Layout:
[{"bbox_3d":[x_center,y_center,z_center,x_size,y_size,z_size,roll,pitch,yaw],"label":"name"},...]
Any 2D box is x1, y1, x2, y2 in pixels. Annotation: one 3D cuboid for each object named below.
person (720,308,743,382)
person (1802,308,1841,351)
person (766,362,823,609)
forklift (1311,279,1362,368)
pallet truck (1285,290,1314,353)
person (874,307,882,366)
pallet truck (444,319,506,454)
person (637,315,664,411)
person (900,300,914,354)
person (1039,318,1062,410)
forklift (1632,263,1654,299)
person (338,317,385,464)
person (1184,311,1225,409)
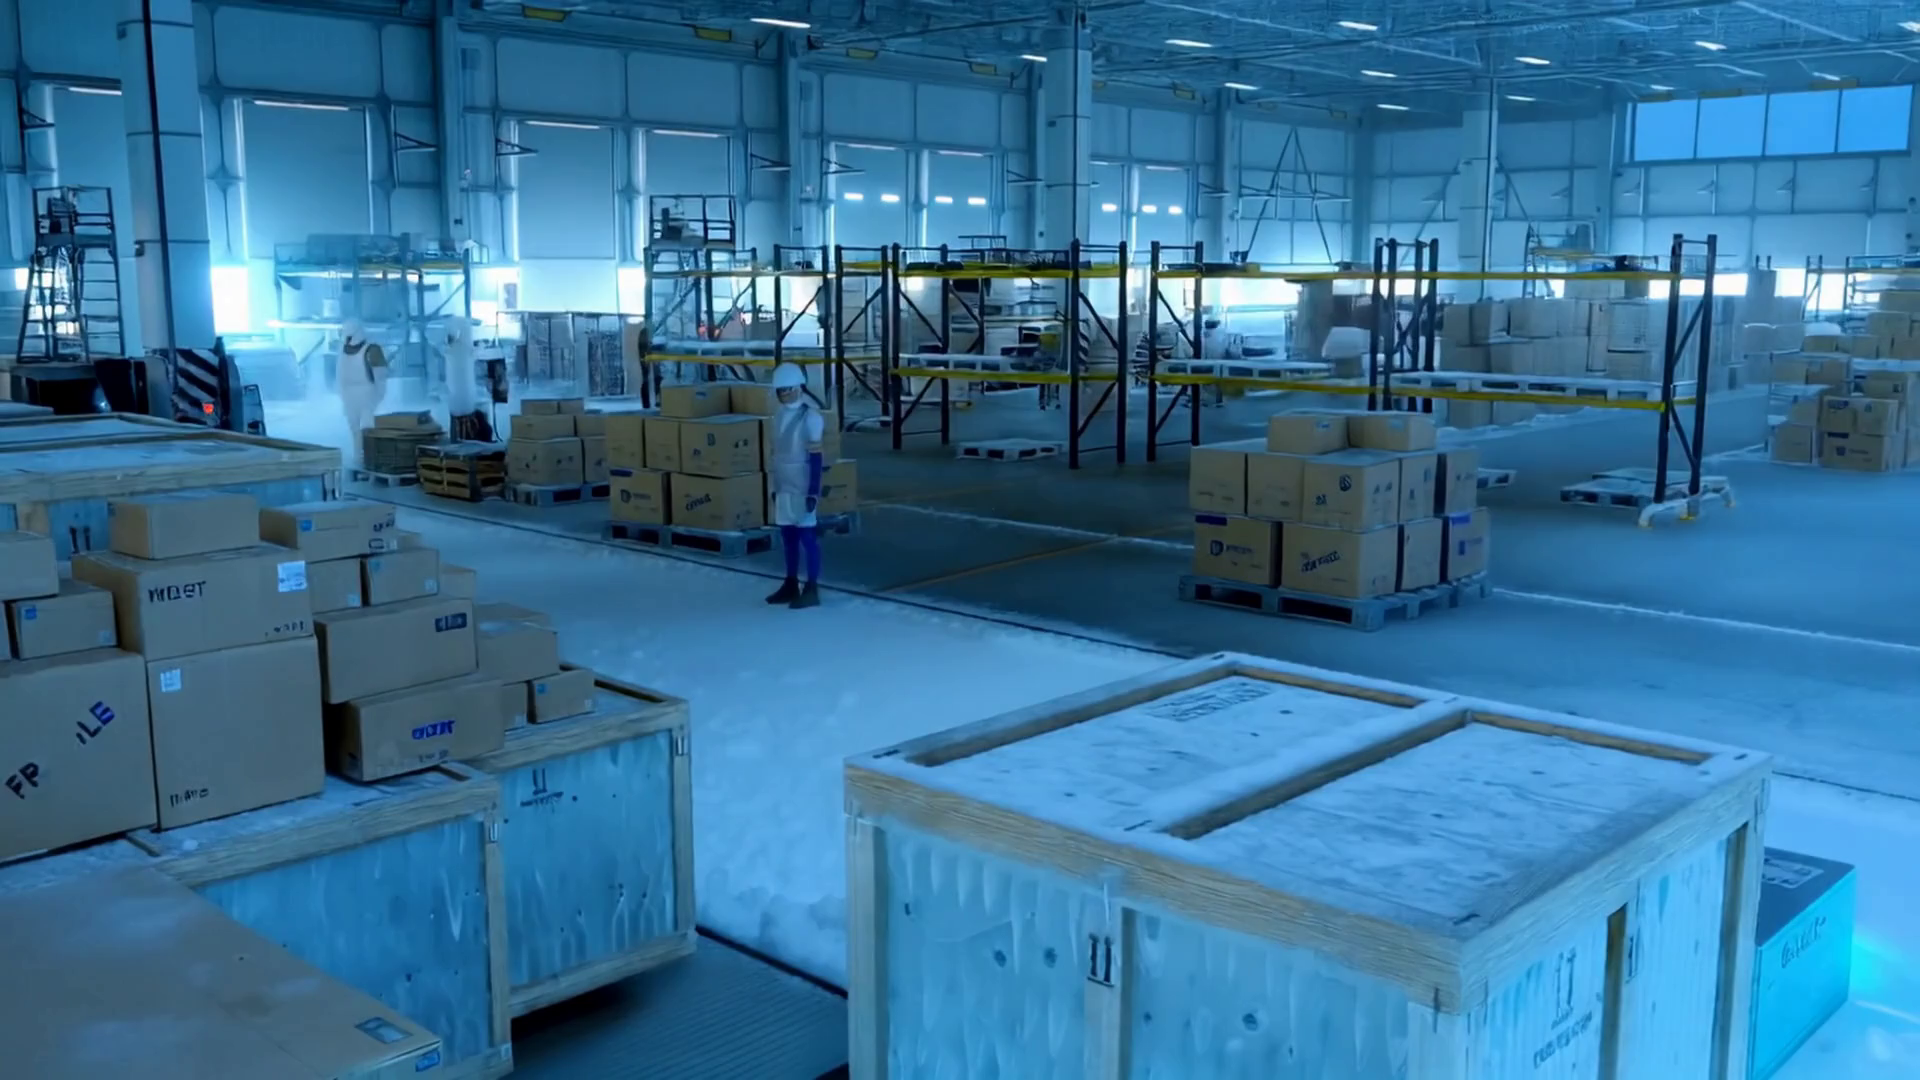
[{"bbox_3d":[-4.244,-3.354,31.036,0.368,1.933,0.633,-8,12,-41],"label":"person"},{"bbox_3d":[16.220,-3.402,31.350,0.628,1.926,0.431,5,10,27],"label":"person"},{"bbox_3d":[-1.319,-0.427,13.055,0.377,1.932,0.552,-8,12,-41],"label":"person"},{"bbox_3d":[9.725,-6.001,44.339,1.873,2.768,1.129,1,9,4],"label":"forklift"},{"bbox_3d":[11.297,-6.951,52.861,1.885,1.965,0.823,-5,11,-29],"label":"pallet truck"},{"bbox_3d":[-2.144,-5.382,44.372,0.323,1.631,0.523,0,9,-1],"label":"person"},{"bbox_3d":[-6.981,-1.942,22.150,1.885,1.965,0.823,1,9,9],"label":"pallet truck"},{"bbox_3d":[-5.485,-3.081,29.618,0.429,1.843,0.627,-6,11,-34],"label":"person"},{"bbox_3d":[-1.282,-4.697,39.283,0.548,1.907,0.844,-8,12,-39],"label":"person"},{"bbox_3d":[1.729,-3.328,31.460,0.490,1.735,0.323,-5,11,-30],"label":"person"},{"bbox_3d":[18.508,-6.155,45.282,1.873,2.768,1.129,3,10,17],"label":"forklift"},{"bbox_3d":[-8.177,-2.054,22.705,0.700,2.000,0.673,3,10,19],"label":"person"},{"bbox_3d":[4.697,-3.383,31.368,1.007,1.868,0.612,-7,12,-37],"label":"person"}]
